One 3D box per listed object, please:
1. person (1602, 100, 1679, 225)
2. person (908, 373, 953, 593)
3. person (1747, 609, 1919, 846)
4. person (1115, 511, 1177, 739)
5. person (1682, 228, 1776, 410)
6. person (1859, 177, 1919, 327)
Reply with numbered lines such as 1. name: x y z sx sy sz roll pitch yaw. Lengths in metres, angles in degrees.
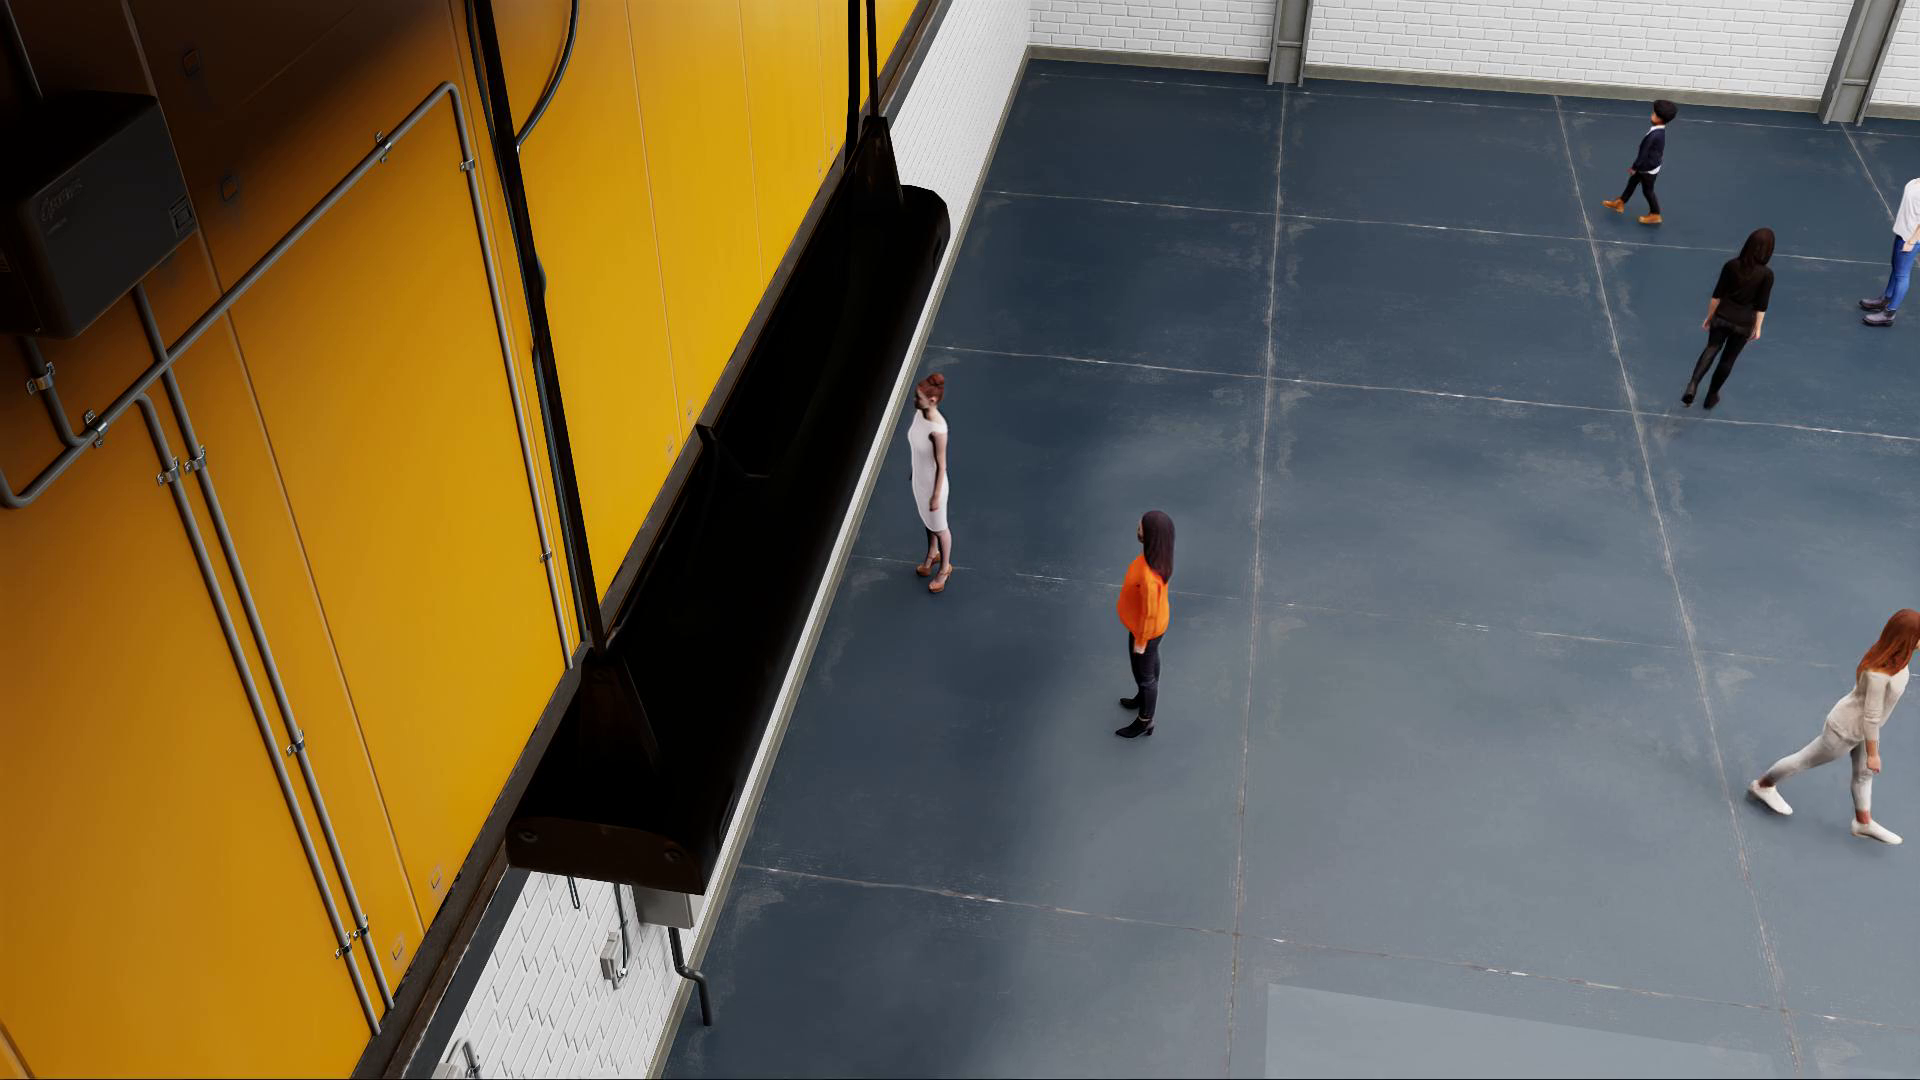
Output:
1. person: 6.673 -3.608 15.992 0.898 1.201 0.708 23 44 26
2. person: -0.194 -0.388 11.486 0.665 1.793 0.648 -15 41 -18
3. person: 5.143 1.070 9.765 1.165 1.663 0.958 28 46 31
4. person: 1.173 0.518 10.386 0.546 1.749 0.621 8 39 10
5. person: 6.145 -1.714 13.277 0.821 1.630 0.843 30 47 32
6. person: 8.236 -2.642 14.395 0.572 1.684 0.636 12 40 15
